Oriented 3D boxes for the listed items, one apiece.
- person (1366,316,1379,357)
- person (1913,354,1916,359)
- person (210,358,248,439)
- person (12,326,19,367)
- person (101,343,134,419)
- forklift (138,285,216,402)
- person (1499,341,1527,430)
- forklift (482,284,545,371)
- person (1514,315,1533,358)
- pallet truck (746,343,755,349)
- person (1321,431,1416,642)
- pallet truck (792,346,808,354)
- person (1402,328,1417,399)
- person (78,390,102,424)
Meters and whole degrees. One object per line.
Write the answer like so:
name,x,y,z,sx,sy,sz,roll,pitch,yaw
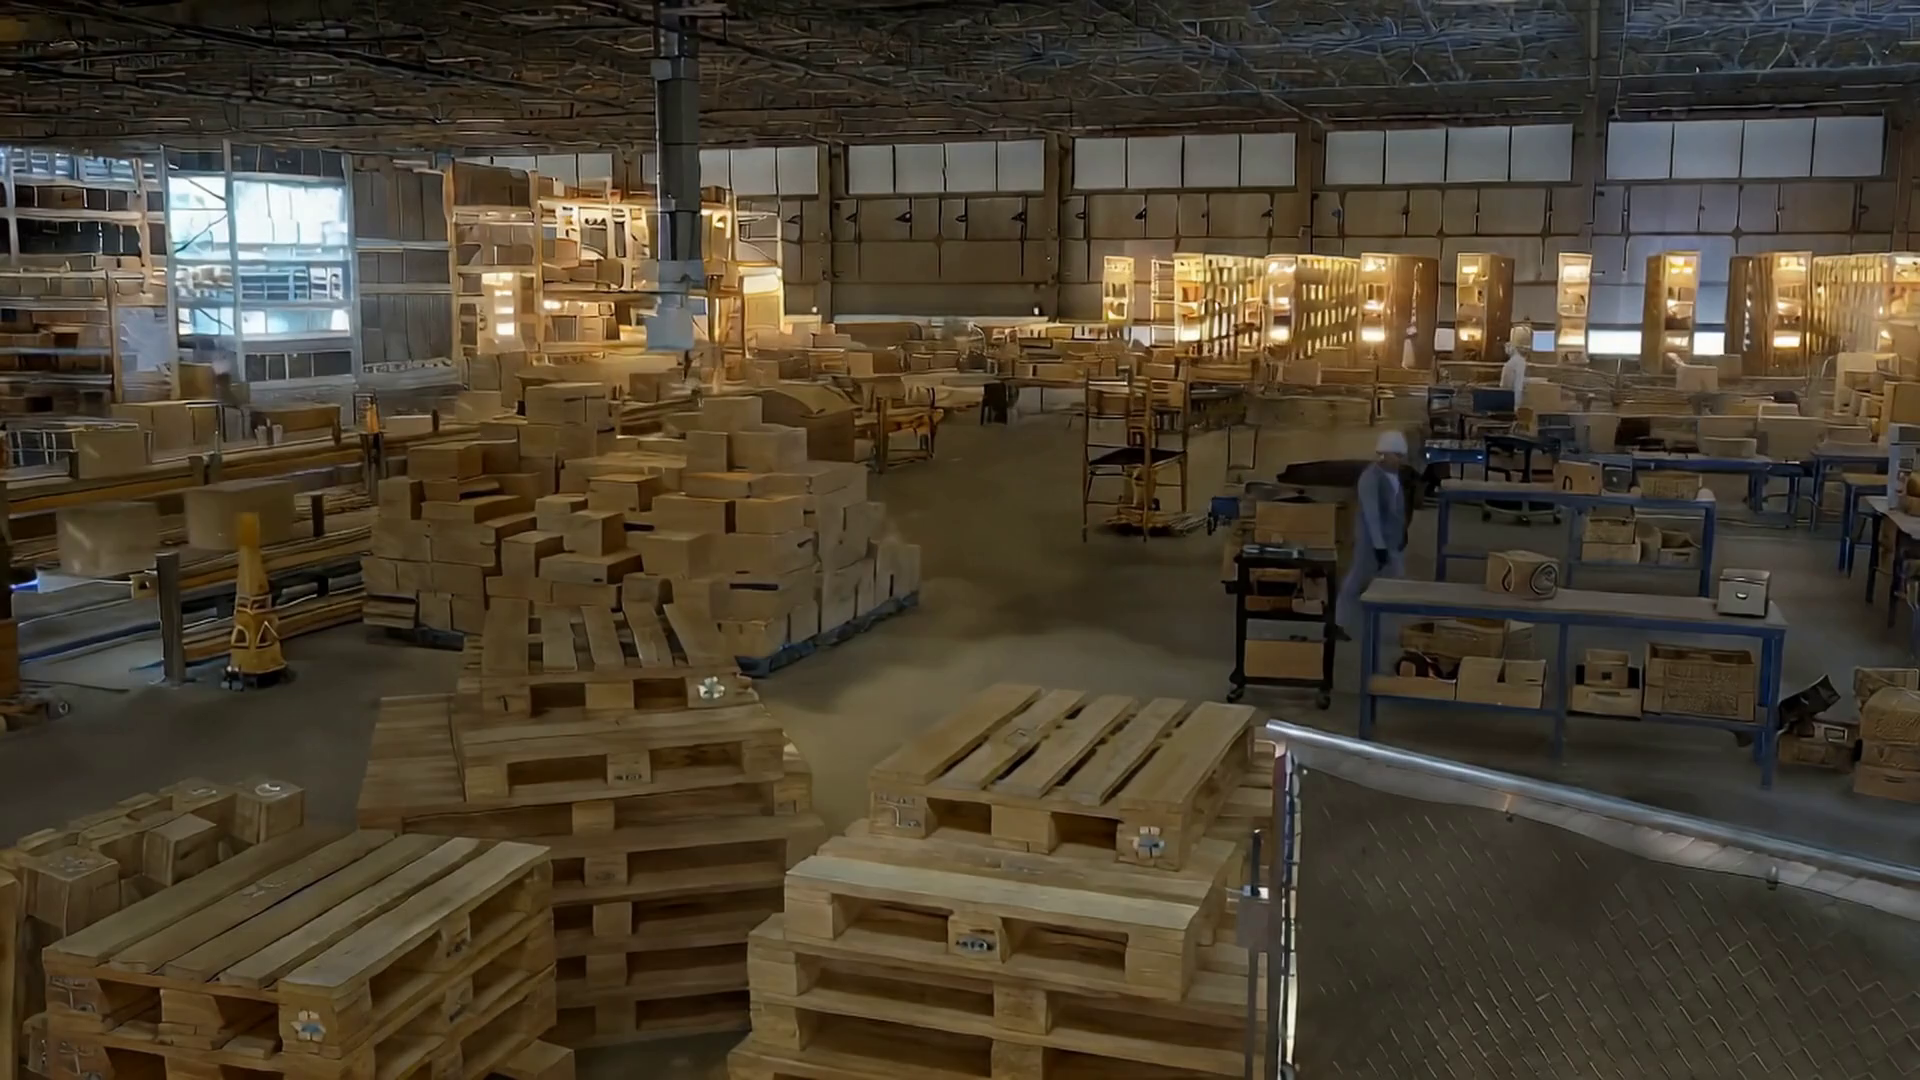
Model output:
person,12.606,-6.031,50.729,0.612,1.995,0.377,-9,12,-43
person,26.629,-5.162,45.856,0.924,1.803,0.565,3,10,21
person,-12.652,-2.339,28.721,0.491,1.615,0.550,-8,12,-41
person,-25.380,-4.959,44.975,0.545,1.682,0.371,3,9,16
person,-14.311,-2.416,28.275,0.399,1.925,0.542,5,10,27
forklift,-17.480,-4.200,36.461,1.873,2.768,1.129,3,10,19
person,9.482,-2.467,28.647,0.409,1.904,0.640,6,11,34
forklift,-10.832,-4.702,39.610,1.129,2.768,1.873,3,10,20
person,16.956,-5.838,50.018,0.591,1.834,0.404,-2,9,-10
pallet truck,-6.183,-4.618,44.264,1.601,1.201,0.680,-9,12,-43
person,3.410,-0.006,13.582,0.941,1.788,0.601,8,12,42
pallet truck,-3.705,-4.298,42.022,0.653,1.274,1.630,3,10,20
person,10.970,-4.301,40.598,0.369,1.750,0.552,4,10,24
person,-15.251,-2.414,29.291,0.497,1.586,0.873,2,9,13
